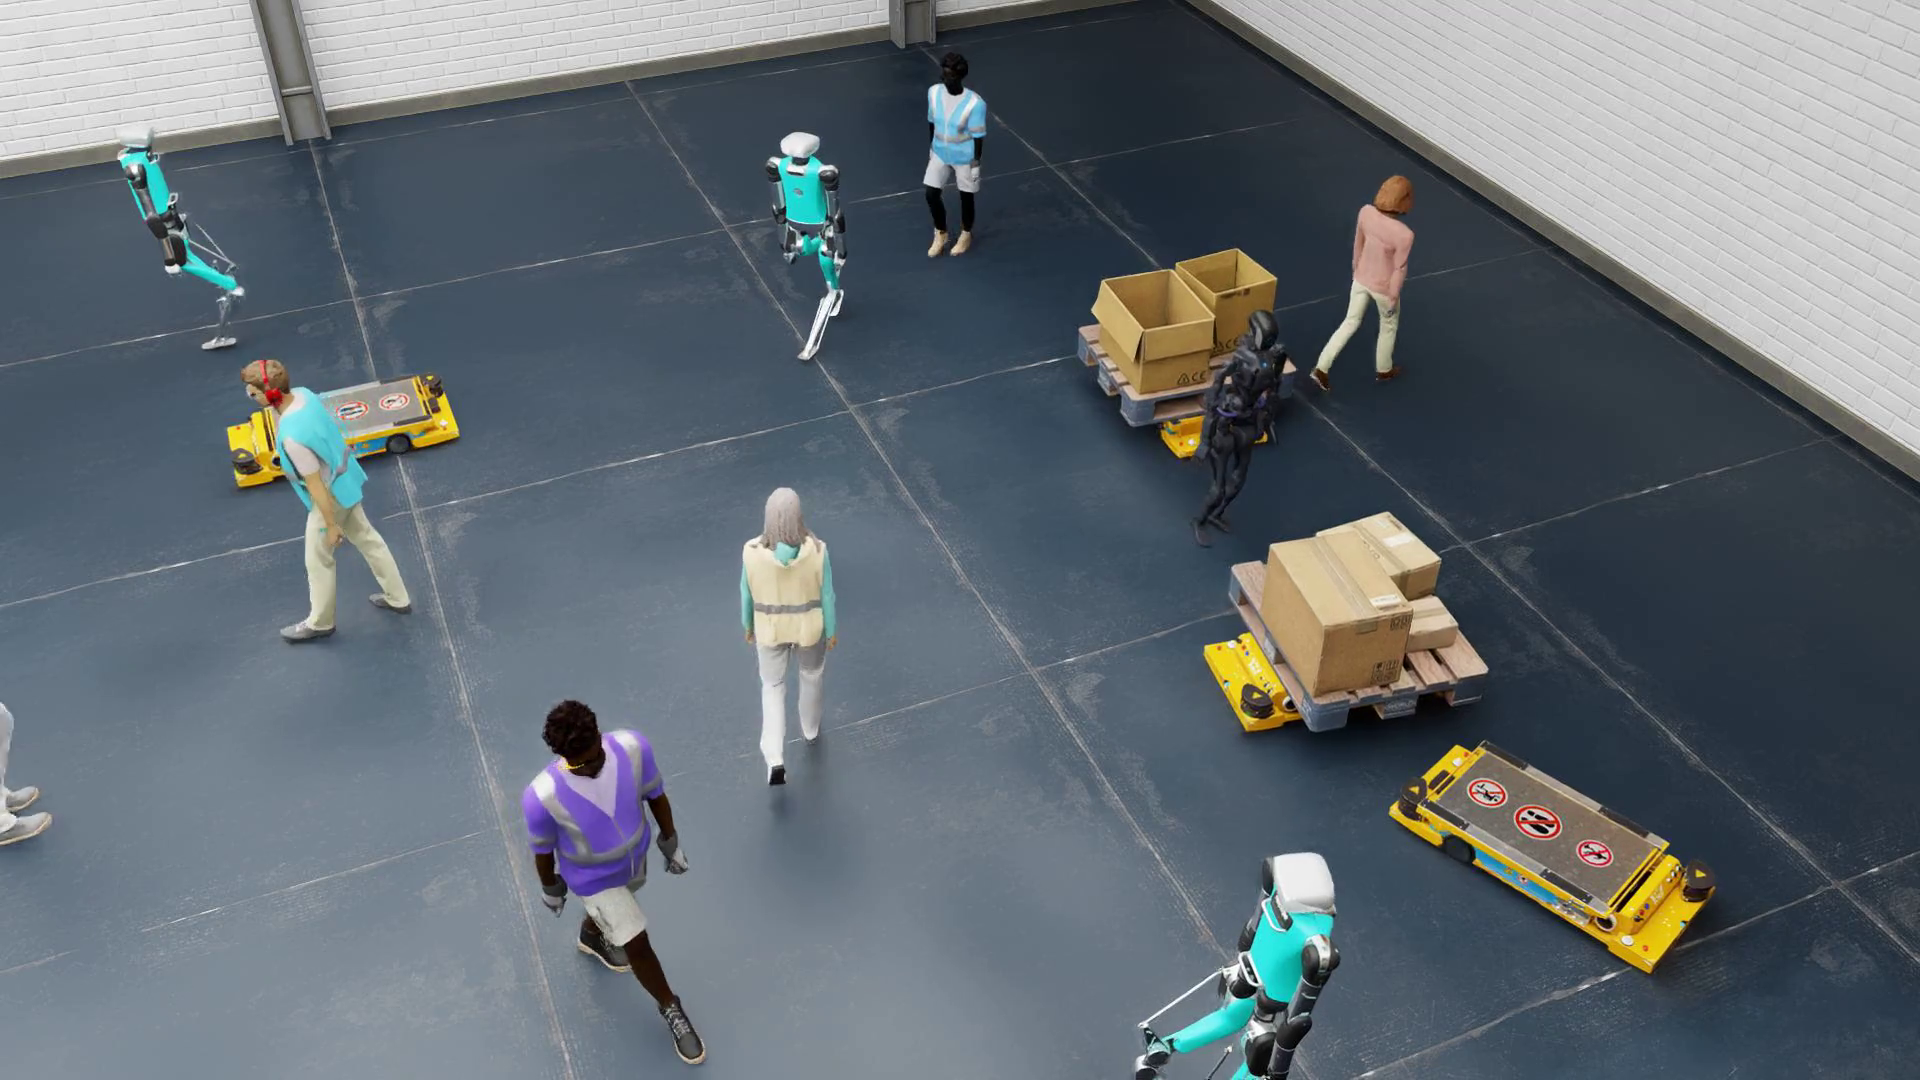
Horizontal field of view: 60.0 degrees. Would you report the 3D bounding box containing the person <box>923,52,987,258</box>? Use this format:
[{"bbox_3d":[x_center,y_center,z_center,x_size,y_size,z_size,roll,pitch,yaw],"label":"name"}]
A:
[{"bbox_3d":[-0.070,-2.960,12.959,0.554,1.676,0.533,19,42,23],"label":"person"}]

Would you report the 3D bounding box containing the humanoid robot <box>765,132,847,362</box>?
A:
[{"bbox_3d":[-0.971,-2.219,12.000,0.530,1.753,1.038,12,39,15],"label":"humanoid robot"}]

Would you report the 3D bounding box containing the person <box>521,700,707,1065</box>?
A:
[{"bbox_3d":[-1.491,1.376,7.150,0.969,1.905,0.608,26,45,30],"label":"person"}]

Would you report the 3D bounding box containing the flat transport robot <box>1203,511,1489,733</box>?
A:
[{"bbox_3d":[2.166,0.683,9.385,1.431,0.231,0.659,-9,38,-11],"label":"flat transport robot"}]

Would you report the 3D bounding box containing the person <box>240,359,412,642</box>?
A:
[{"bbox_3d":[-3.619,-0.226,9.320,0.765,1.797,0.602,-5,38,-7],"label":"person"}]

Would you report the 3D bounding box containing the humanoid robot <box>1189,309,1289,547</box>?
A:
[{"bbox_3d":[1.665,-0.684,10.013,0.616,1.649,0.379,-21,42,-25],"label":"humanoid robot"}]

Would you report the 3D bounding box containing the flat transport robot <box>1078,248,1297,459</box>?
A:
[{"bbox_3d":[1.542,-1.068,11.664,0.659,0.231,1.431,-11,39,-14],"label":"flat transport robot"}]

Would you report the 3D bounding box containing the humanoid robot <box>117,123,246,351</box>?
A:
[{"bbox_3d":[-5.406,-2.108,11.834,0.688,1.828,0.531,-11,39,-13],"label":"humanoid robot"}]

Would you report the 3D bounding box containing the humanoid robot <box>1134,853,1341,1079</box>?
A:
[{"bbox_3d":[1.000,1.943,6.560,0.795,1.790,0.533,-7,38,-9],"label":"humanoid robot"}]

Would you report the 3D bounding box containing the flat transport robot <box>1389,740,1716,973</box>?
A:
[{"bbox_3d":[2.938,1.521,8.293,1.431,0.231,0.659,31,47,34],"label":"flat transport robot"}]

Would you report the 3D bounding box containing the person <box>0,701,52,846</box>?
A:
[{"bbox_3d":[-4.828,0.715,8.047,0.423,1.863,0.585,-25,44,-29],"label":"person"}]

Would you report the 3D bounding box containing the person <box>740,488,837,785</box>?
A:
[{"bbox_3d":[-0.867,0.501,8.454,0.480,1.692,0.672,-1,38,-2],"label":"person"}]

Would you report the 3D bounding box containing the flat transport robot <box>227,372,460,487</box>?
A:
[{"bbox_3d":[-4.183,-0.761,11.264,1.431,0.231,0.659,-15,40,-19],"label":"flat transport robot"}]

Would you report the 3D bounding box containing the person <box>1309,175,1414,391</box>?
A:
[{"bbox_3d":[2.831,-1.748,11.453,0.755,1.610,0.504,-25,44,-28],"label":"person"}]
